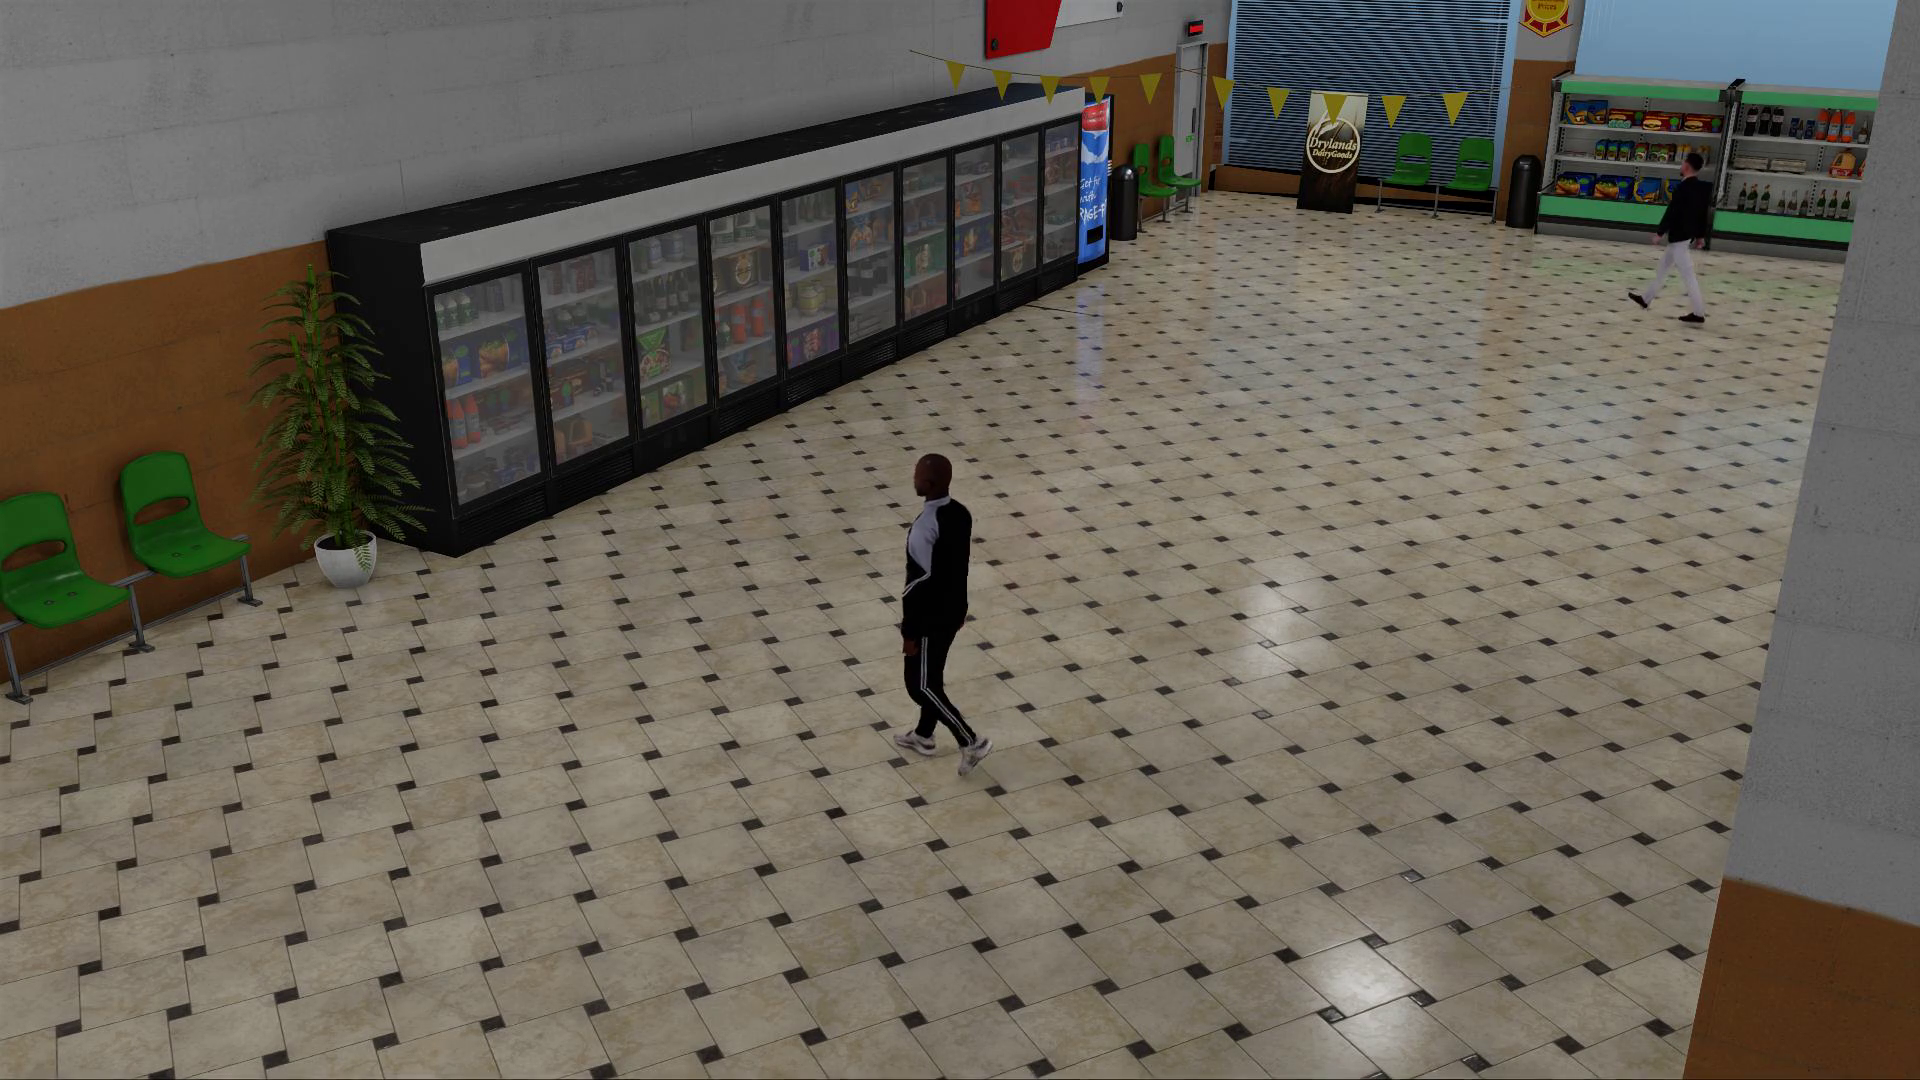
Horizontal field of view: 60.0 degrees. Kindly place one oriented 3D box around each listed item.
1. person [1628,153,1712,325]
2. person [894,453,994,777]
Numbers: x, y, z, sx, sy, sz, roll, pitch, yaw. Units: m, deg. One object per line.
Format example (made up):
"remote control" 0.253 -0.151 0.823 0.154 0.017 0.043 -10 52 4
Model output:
"person" 7.902 -3.208 18.024 1.033 1.772 1.343 -14 26 -32
"person" -0.074 0.419 8.941 0.967 1.813 0.714 14 26 31
